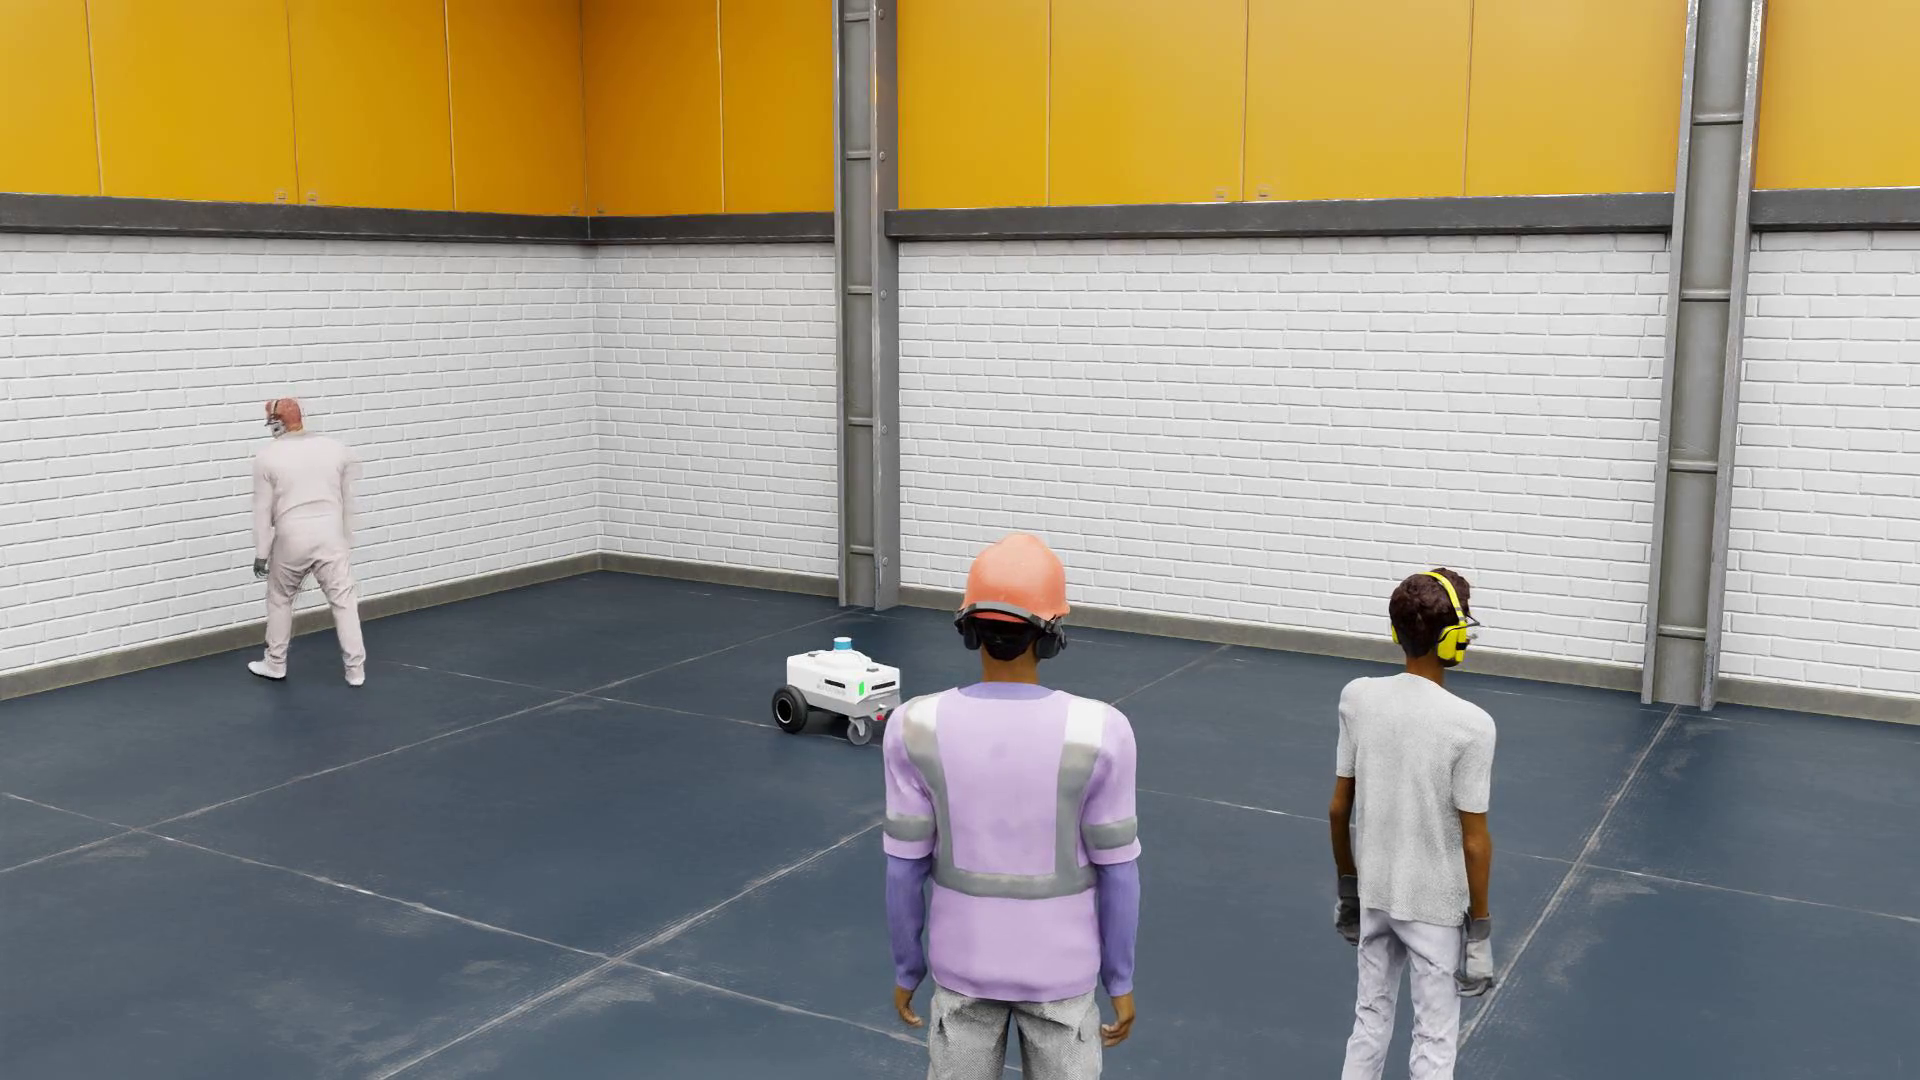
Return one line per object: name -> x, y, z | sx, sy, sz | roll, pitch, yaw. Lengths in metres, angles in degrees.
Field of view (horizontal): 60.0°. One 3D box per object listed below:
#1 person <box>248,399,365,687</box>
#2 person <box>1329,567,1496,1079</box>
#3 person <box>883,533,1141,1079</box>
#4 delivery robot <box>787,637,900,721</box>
person -> -4.242, 0.024, 10.704 | 0.668, 1.848, 0.824 | -8, 12, -41
person -> 1.230, 0.999, 4.516 | 0.334, 1.873, 0.517 | -7, 11, -37
person -> 0.127, 0.999, 3.973 | 0.605, 2.045, 0.385 | 2, 9, 11
delivery robot -> -0.669, 0.804, 9.536 | 0.477, 0.478, 0.707 | -9, 13, -44
